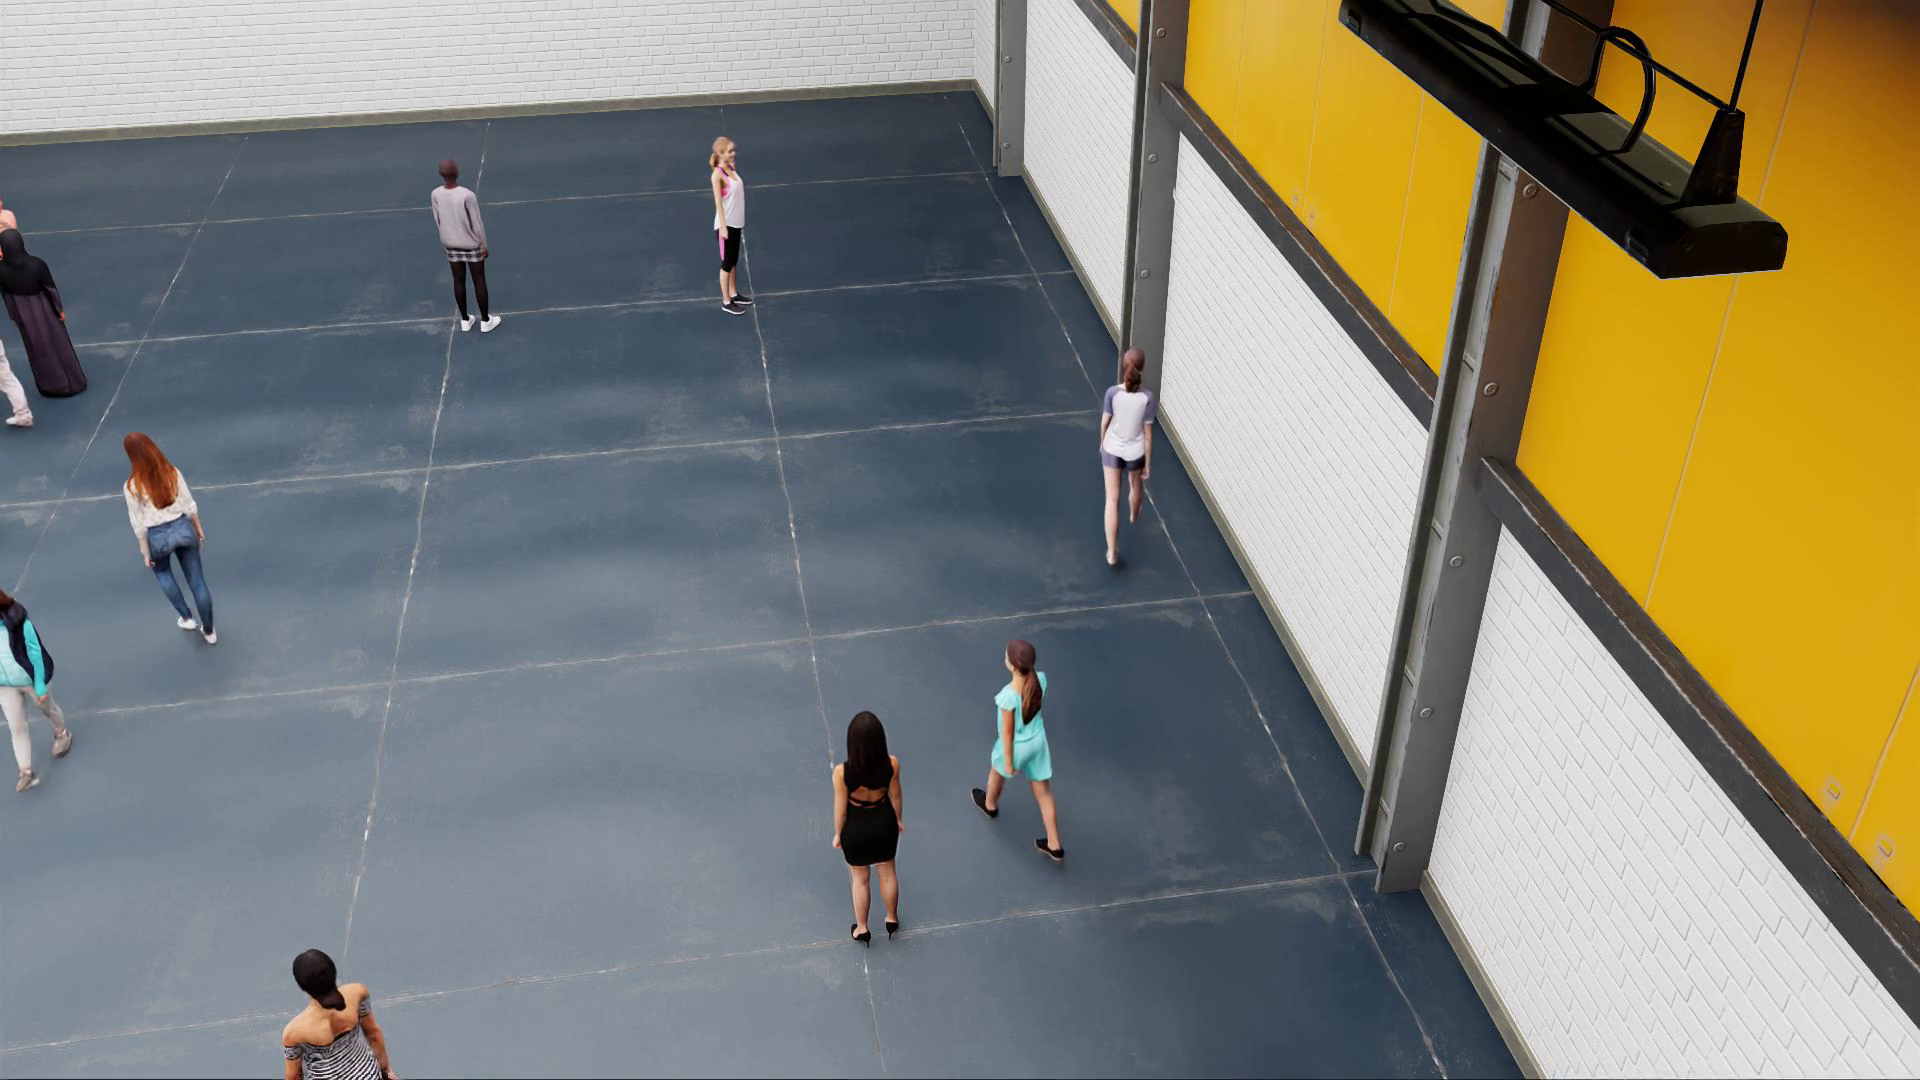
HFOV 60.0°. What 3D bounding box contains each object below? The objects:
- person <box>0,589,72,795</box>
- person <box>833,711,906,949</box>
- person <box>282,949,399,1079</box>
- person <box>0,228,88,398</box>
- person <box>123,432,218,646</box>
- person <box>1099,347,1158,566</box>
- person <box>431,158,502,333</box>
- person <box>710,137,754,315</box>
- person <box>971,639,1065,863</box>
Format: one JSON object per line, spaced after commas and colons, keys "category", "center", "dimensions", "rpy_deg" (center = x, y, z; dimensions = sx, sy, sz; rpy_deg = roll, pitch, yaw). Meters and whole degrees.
{"category": "person", "center": [-6.071, 0.855, 10.821], "dimensions": [0.583, 1.464, 0.933], "rpy_deg": [-5, 34, -7]}
{"category": "person", "center": [-0.515, 1.658, 9.447], "dimensions": [0.594, 1.648, 0.523], "rpy_deg": [-9, 35, -14]}
{"category": "person", "center": [-2.806, 2.671, 7.802], "dimensions": [1.091, 1.782, 1.035], "rpy_deg": [21, 39, 28]}
{"category": "person", "center": [-8.388, -2.068, 15.083], "dimensions": [0.622, 1.615, 0.610], "rpy_deg": [-9, 35, -14]}
{"category": "person", "center": [-5.589, 0.034, 11.832], "dimensions": [0.754, 1.713, 0.810], "rpy_deg": [-23, 40, -31]}
{"category": "person", "center": [1.255, -0.610, 12.797], "dimensions": [0.852, 1.717, 1.197], "rpy_deg": [6, 34, 8]}
{"category": "person", "center": [-4.824, -2.860, 16.133], "dimensions": [0.675, 1.771, 0.643], "rpy_deg": [4, 34, 6]}
{"category": "person", "center": [-2.309, -3.136, 16.533], "dimensions": [0.738, 1.789, 0.606], "rpy_deg": [9, 35, 13]}
{"category": "person", "center": [0.433, 1.288, 10.117], "dimensions": [0.838, 1.523, 1.123], "rpy_deg": [-21, 39, -28]}
